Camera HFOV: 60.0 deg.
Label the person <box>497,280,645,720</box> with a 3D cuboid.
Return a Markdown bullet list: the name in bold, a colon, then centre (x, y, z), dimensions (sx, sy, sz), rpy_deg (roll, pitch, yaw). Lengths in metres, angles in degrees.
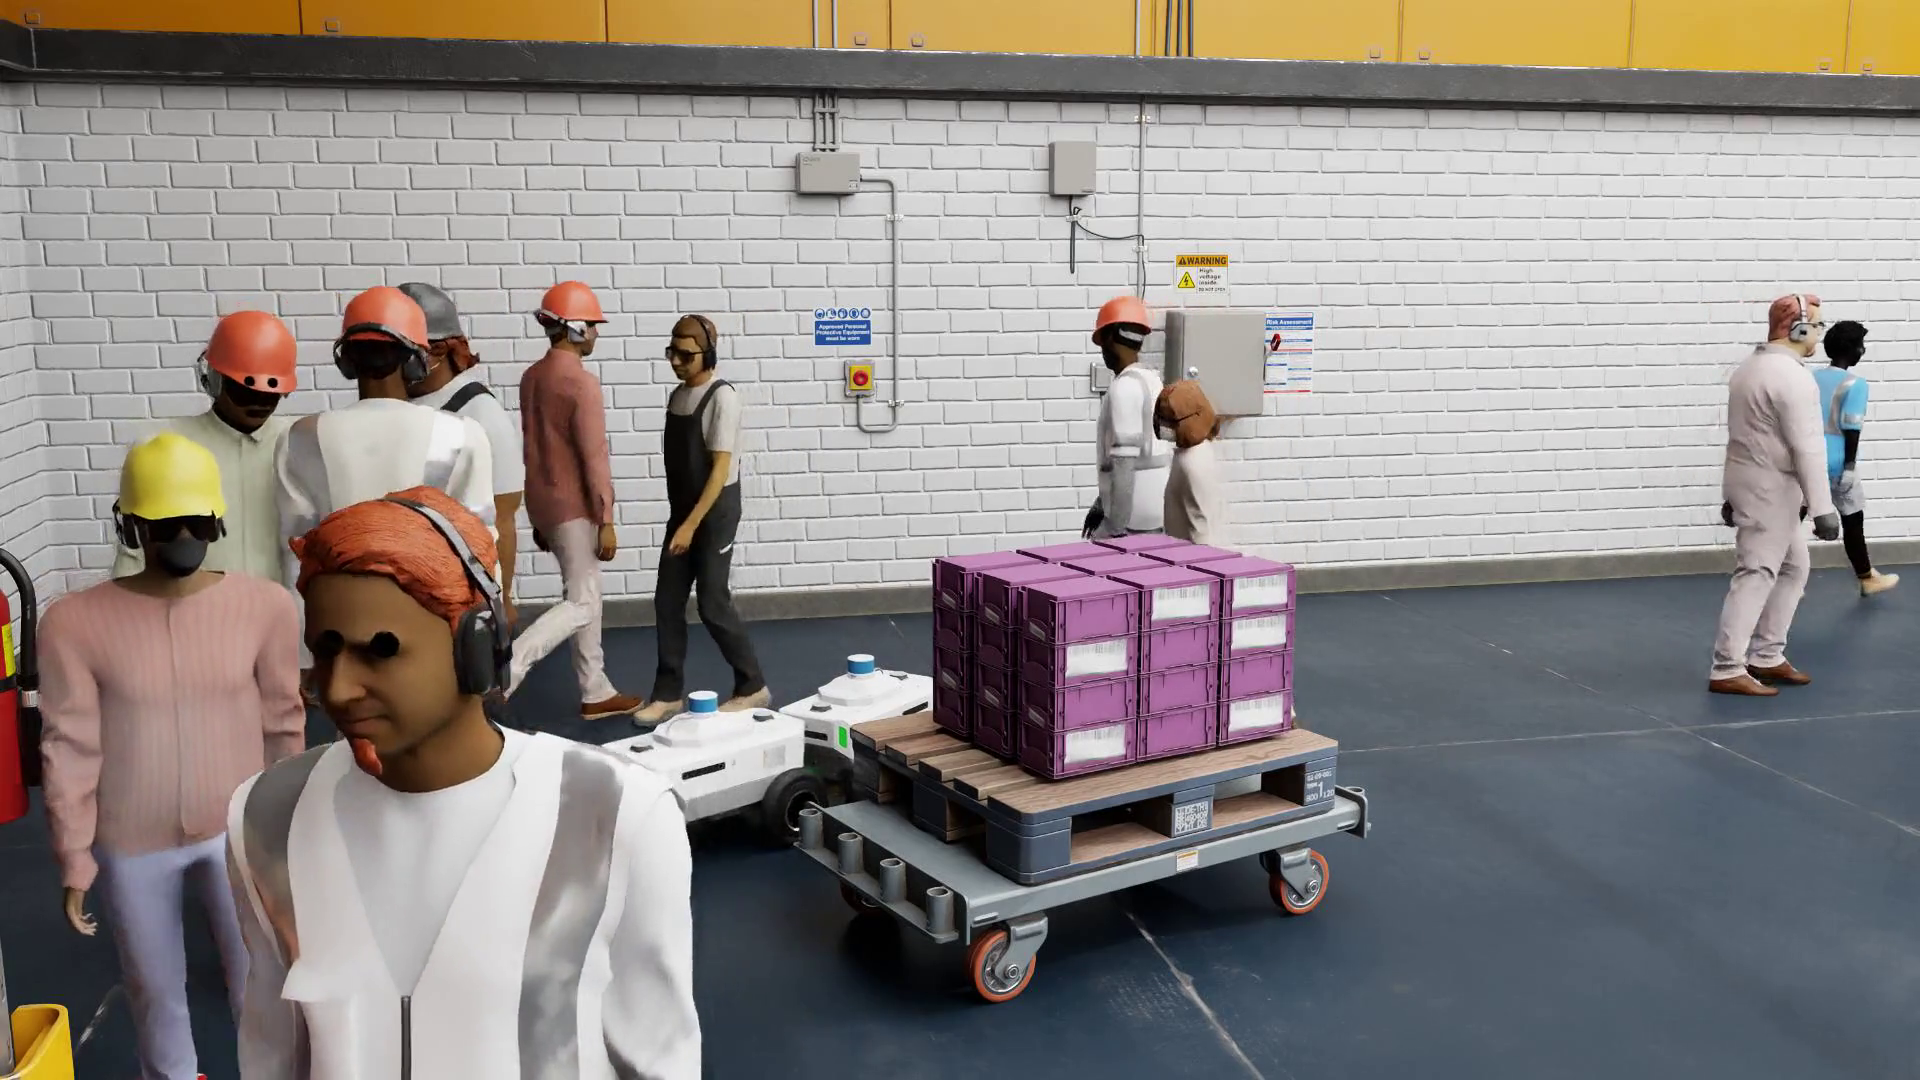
- **person**: centre (-1.763, -0.120, 7.139), dimensions (0.818, 1.967, 0.625), rpy_deg (-8, 13, -38)

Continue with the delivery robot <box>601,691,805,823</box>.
- **delivery robot**: centre (-0.893, 0.772, 5.812), dimensions (0.707, 0.478, 0.477), rpy_deg (-10, 14, -43)

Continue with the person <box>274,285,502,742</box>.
- **person**: centre (-1.631, 0.287, 4.764), dimensions (0.615, 2.011, 0.739), rpy_deg (-1, 10, -7)

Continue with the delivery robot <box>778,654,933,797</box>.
- **delivery robot**: centre (-0.374, 0.679, 6.328), dimensions (0.477, 0.478, 0.707), rpy_deg (6, 12, 30)

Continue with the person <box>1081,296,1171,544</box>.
- **person**: centre (0.696, -0.123, 7.354), dimensions (0.687, 1.881, 0.576), rpy_deg (4, 11, 22)

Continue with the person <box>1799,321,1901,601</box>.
- **person**: centre (5.172, -0.454, 9.783), dimensions (0.845, 1.649, 0.550), rpy_deg (-3, 11, -15)

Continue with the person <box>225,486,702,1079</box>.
- **person**: centre (-0.565, 0.850, 2.004), dimensions (0.592, 1.866, 0.547), rpy_deg (2, 10, 9)

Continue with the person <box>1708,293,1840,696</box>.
- **person**: centre (3.852, -0.187, 7.720), dimensions (0.668, 1.885, 0.641), rpy_deg (2, 10, 11)

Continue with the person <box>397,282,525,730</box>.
- **person**: centre (-1.825, 0.073, 5.824), dimensions (0.683, 2.000, 0.958), rpy_deg (10, 14, 43)

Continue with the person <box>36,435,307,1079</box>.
- **person**: centre (-1.628, 0.647, 3.524), dimensions (0.530, 1.727, 0.890), rpy_deg (-6, 12, -29)

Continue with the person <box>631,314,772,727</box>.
- **person**: centre (-1.101, -0.072, 7.251), dimensions (0.633, 1.817, 0.516), rpy_deg (-9, 14, -42)

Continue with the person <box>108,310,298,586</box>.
- **person**: centre (-2.096, 0.304, 4.862), dimensions (0.679, 1.921, 1.003), rpy_deg (-8, 13, -38)

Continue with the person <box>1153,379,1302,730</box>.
- **person**: centre (1.012, 0.119, 6.860), dimensions (0.887, 1.583, 0.545), rpy_deg (2, 10, 13)
